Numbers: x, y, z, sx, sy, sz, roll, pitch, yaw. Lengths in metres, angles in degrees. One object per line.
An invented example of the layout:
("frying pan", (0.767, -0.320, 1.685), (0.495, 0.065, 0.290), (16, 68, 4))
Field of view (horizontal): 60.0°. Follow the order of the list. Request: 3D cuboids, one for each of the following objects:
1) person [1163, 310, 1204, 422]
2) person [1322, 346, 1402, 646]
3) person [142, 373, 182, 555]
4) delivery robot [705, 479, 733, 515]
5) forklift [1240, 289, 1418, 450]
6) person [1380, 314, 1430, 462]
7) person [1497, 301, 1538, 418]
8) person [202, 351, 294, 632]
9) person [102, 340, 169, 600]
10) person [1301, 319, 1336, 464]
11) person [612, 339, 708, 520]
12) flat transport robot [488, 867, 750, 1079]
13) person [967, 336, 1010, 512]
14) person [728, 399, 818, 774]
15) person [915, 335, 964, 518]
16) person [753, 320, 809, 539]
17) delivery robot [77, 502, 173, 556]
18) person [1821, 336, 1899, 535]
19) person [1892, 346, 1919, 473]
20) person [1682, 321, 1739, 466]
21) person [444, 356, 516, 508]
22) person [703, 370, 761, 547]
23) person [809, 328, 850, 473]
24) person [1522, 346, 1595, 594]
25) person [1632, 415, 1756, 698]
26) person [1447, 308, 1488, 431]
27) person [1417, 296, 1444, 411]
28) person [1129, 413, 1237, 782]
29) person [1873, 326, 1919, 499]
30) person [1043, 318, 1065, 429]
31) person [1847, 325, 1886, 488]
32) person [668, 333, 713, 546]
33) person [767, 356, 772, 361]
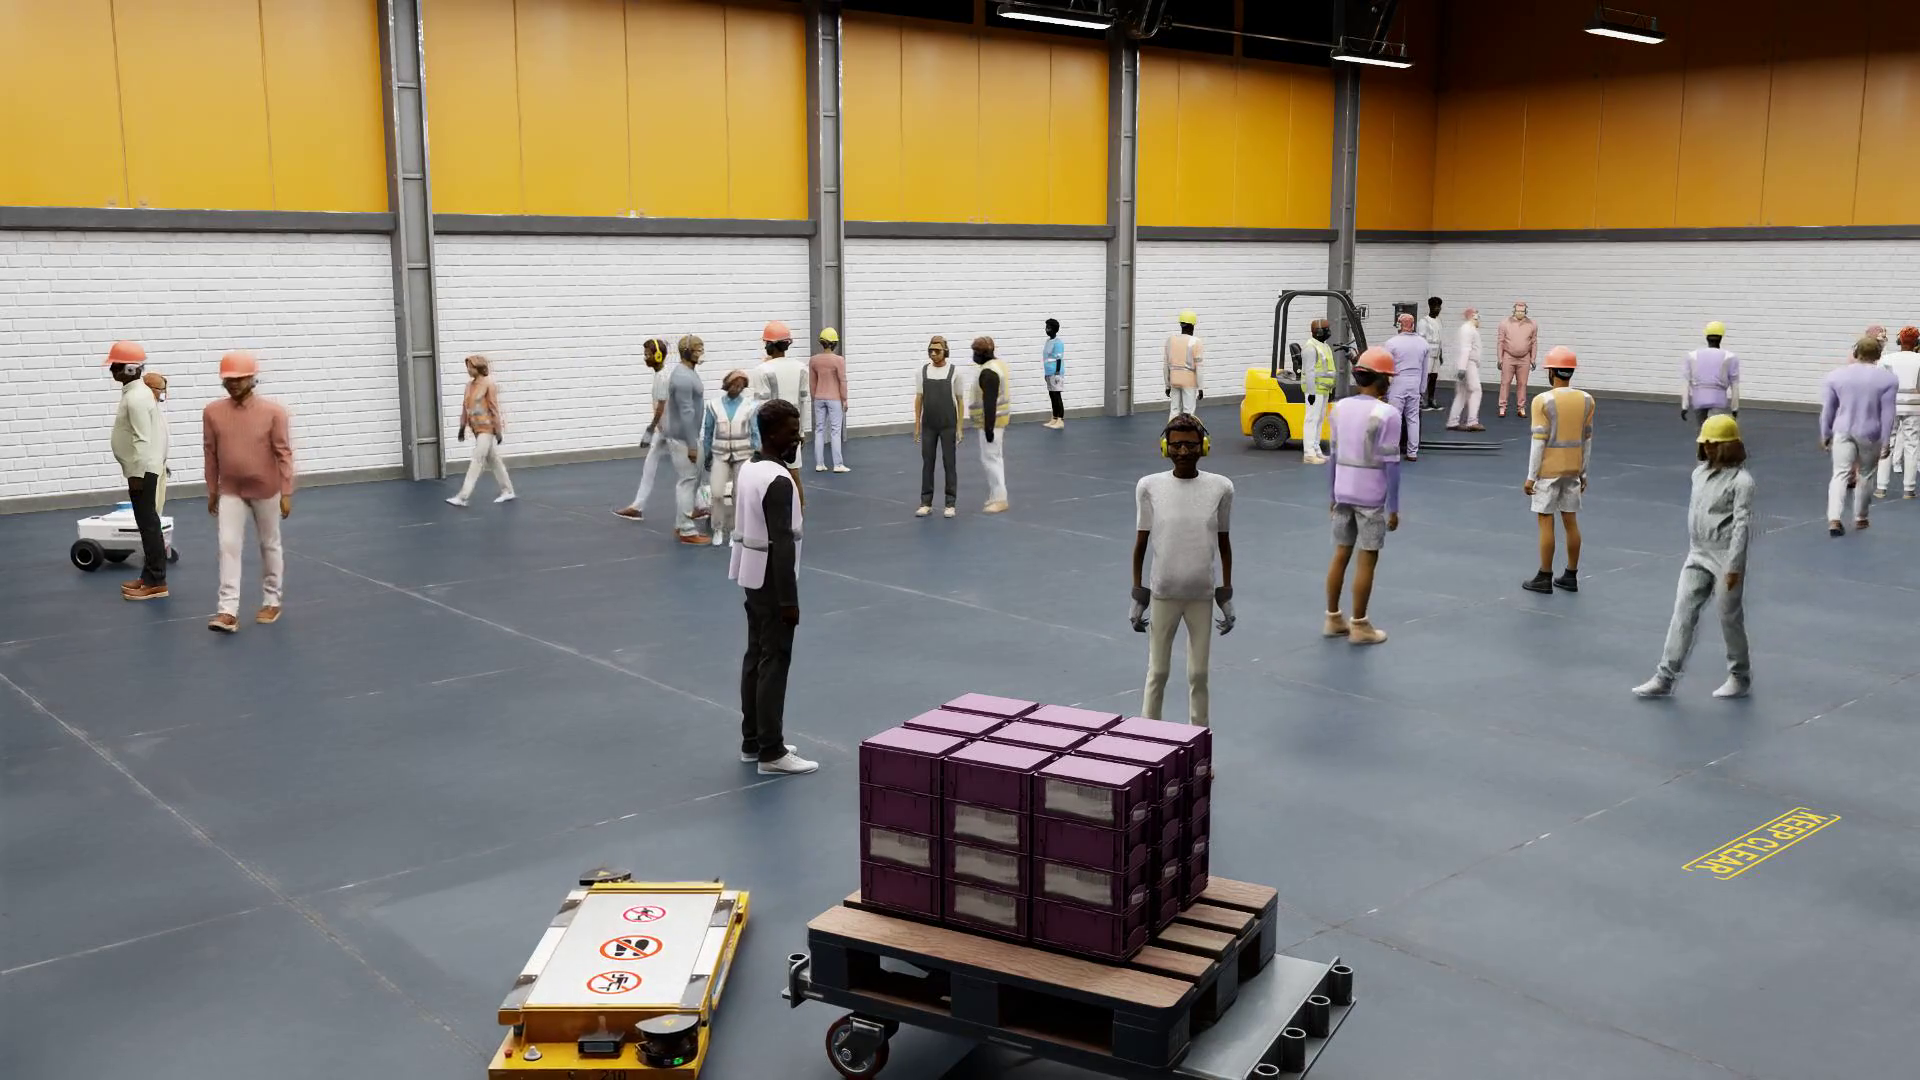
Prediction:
("person", (2.966, -2.061, 21.939), (0.593, 1.925, 0.384), (8, 13, 41))
("person", (2.768, -0.294, 11.321), (0.440, 2.030, 0.607), (-6, 11, -32))
("person", (-6.986, -0.635, 14.445), (0.280, 1.633, 0.498), (-2, 10, -11))
("delivery robot", (-2.100, -0.419, 16.060), (0.707, 0.478, 0.477), (0, 10, -2))
("forklift", (5.034, -2.339, 22.783), (2.313, 2.155, 1.214), (3, 10, 16))
("person", (5.682, -1.944, 21.345), (0.644, 1.903, 0.401), (-3, 10, -18))
("person", (9.105, -2.946, 27.199), (0.638, 1.903, 0.409), (1, 10, 8))
("person", (-5.024, -0.325, 11.655), (0.647, 1.960, 0.905), (-1, 10, -5))
("person", (-6.350, -0.543, 12.849), (0.376, 1.997, 0.612), (-5, 11, -27))
("person", (4.574, -1.895, 21.219), (0.429, 1.843, 0.633), (5, 11, 28))
("person", (-2.961, -1.079, 16.527), (0.954, 1.816, 0.484), (-4, 10, -21))
("flat transport robot", (-1.159, 1.504, 5.910), (0.652, 0.197, 1.431), (0, 10, 0))
("person", (0.297, -1.192, 17.189), (0.432, 1.825, 0.737), (1, 10, 4))
("person", (-0.980, 0.238, 8.516), (0.370, 1.913, 0.597), (-4, 11, -23))
("person", (-0.209, -1.142, 16.799), (0.506, 1.845, 0.344), (2, 10, 14))
("person", (-1.675, -0.999, 15.369), (0.370, 2.048, 0.607), (9, 13, 43))
("delivery robot", (-7.058, -0.080, 14.078), (0.707, 0.478, 0.477), (1, 10, 4))
("person", (8.527, -0.996, 15.819), (0.642, 1.895, 0.996), (7, 12, 37))
("person", (11.627, -1.620, 20.200), (0.521, 1.639, 0.311), (1, 10, 5))
("person", (8.764, -1.616, 19.455), (0.598, 1.893, 0.947), (7, 12, 35))
("person", (-5.088, -1.147, 17.557), (0.876, 1.584, 0.541), (-9, 13, -43))
("person", (-2.058, -0.721, 15.006), (0.531, 1.616, 0.455), (0, 10, -1))
("person", (-1.594, -1.699, 20.287), (0.524, 1.769, 0.314), (5, 11, 27))
("person", (4.670, -0.548, 13.051), (0.552, 1.935, 0.373), (-3, 10, -17))
("person", (4.426, 0.114, 9.828), (0.742, 1.705, 0.506), (-3, 10, -19))
("person", (7.692, -2.562, 25.078), (0.657, 1.858, 0.727), (1, 10, 4))
("person", (8.052, -3.179, 28.430), (0.611, 1.952, 0.388), (-8, 13, -40))
("person", (1.119, 0.291, 8.339), (0.538, 1.869, 0.312), (0, 10, 3))
("person", (10.255, -1.384, 18.104), (0.584, 1.882, 0.348), (5, 11, 27))
("person", (1.433, -2.546, 25.477), (0.320, 1.694, 0.534), (-3, 10, -16))
("person", (10.106, -1.466, 18.645), (0.399, 1.875, 0.789), (9, 13, 42))
("person", (-2.472, -0.913, 15.182), (0.380, 1.938, 0.652), (-1, 10, -6))
("person", (-1.884, -1.131, 17.385), (0.301, 1.629, 0.505), (-3, 10, -16))
